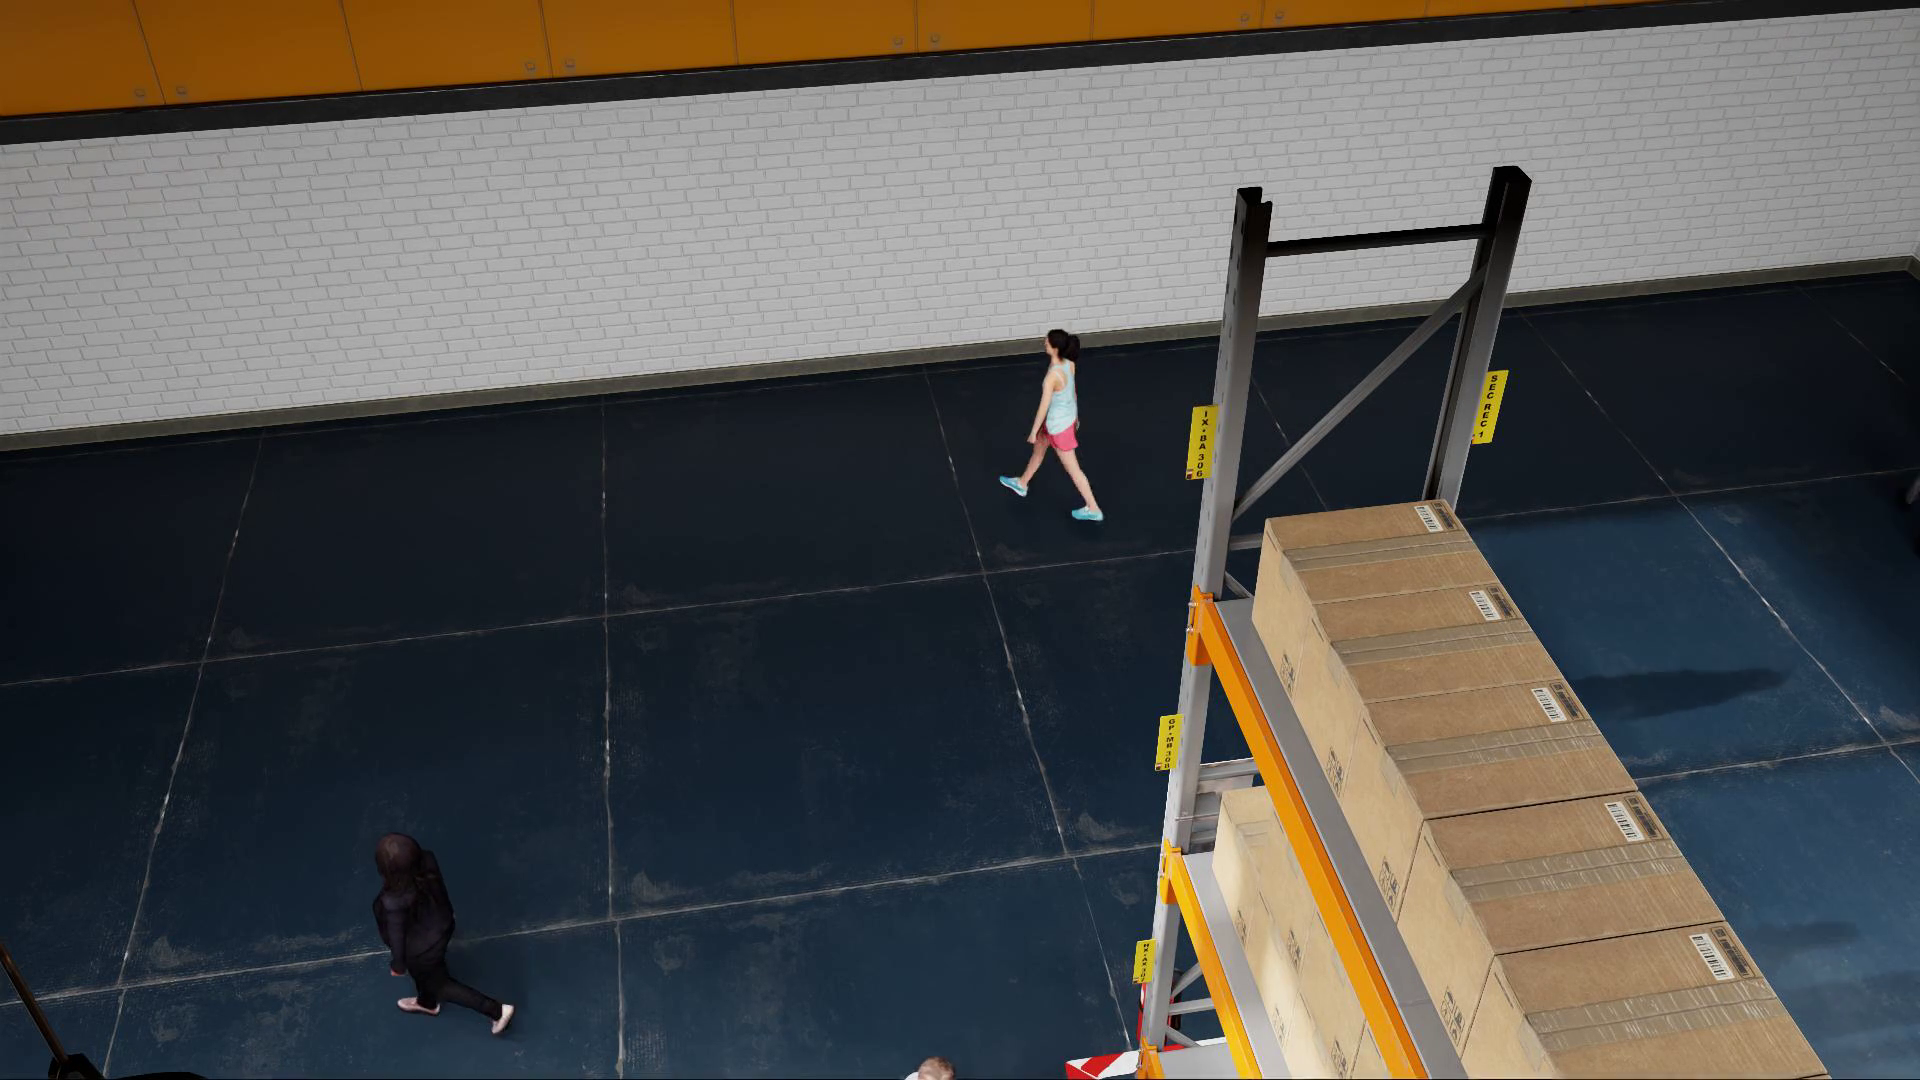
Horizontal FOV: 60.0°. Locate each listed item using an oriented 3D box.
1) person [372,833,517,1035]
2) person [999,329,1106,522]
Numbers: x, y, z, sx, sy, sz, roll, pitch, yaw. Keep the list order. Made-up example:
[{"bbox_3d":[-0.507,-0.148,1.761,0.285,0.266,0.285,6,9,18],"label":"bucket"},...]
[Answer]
[{"bbox_3d":[-2.995,2.293,9.551,0.888,1.595,1.046,4,39,5],"label":"person"},{"bbox_3d":[0.877,-0.883,13.433,1.132,1.713,1.195,17,42,20],"label":"person"}]
